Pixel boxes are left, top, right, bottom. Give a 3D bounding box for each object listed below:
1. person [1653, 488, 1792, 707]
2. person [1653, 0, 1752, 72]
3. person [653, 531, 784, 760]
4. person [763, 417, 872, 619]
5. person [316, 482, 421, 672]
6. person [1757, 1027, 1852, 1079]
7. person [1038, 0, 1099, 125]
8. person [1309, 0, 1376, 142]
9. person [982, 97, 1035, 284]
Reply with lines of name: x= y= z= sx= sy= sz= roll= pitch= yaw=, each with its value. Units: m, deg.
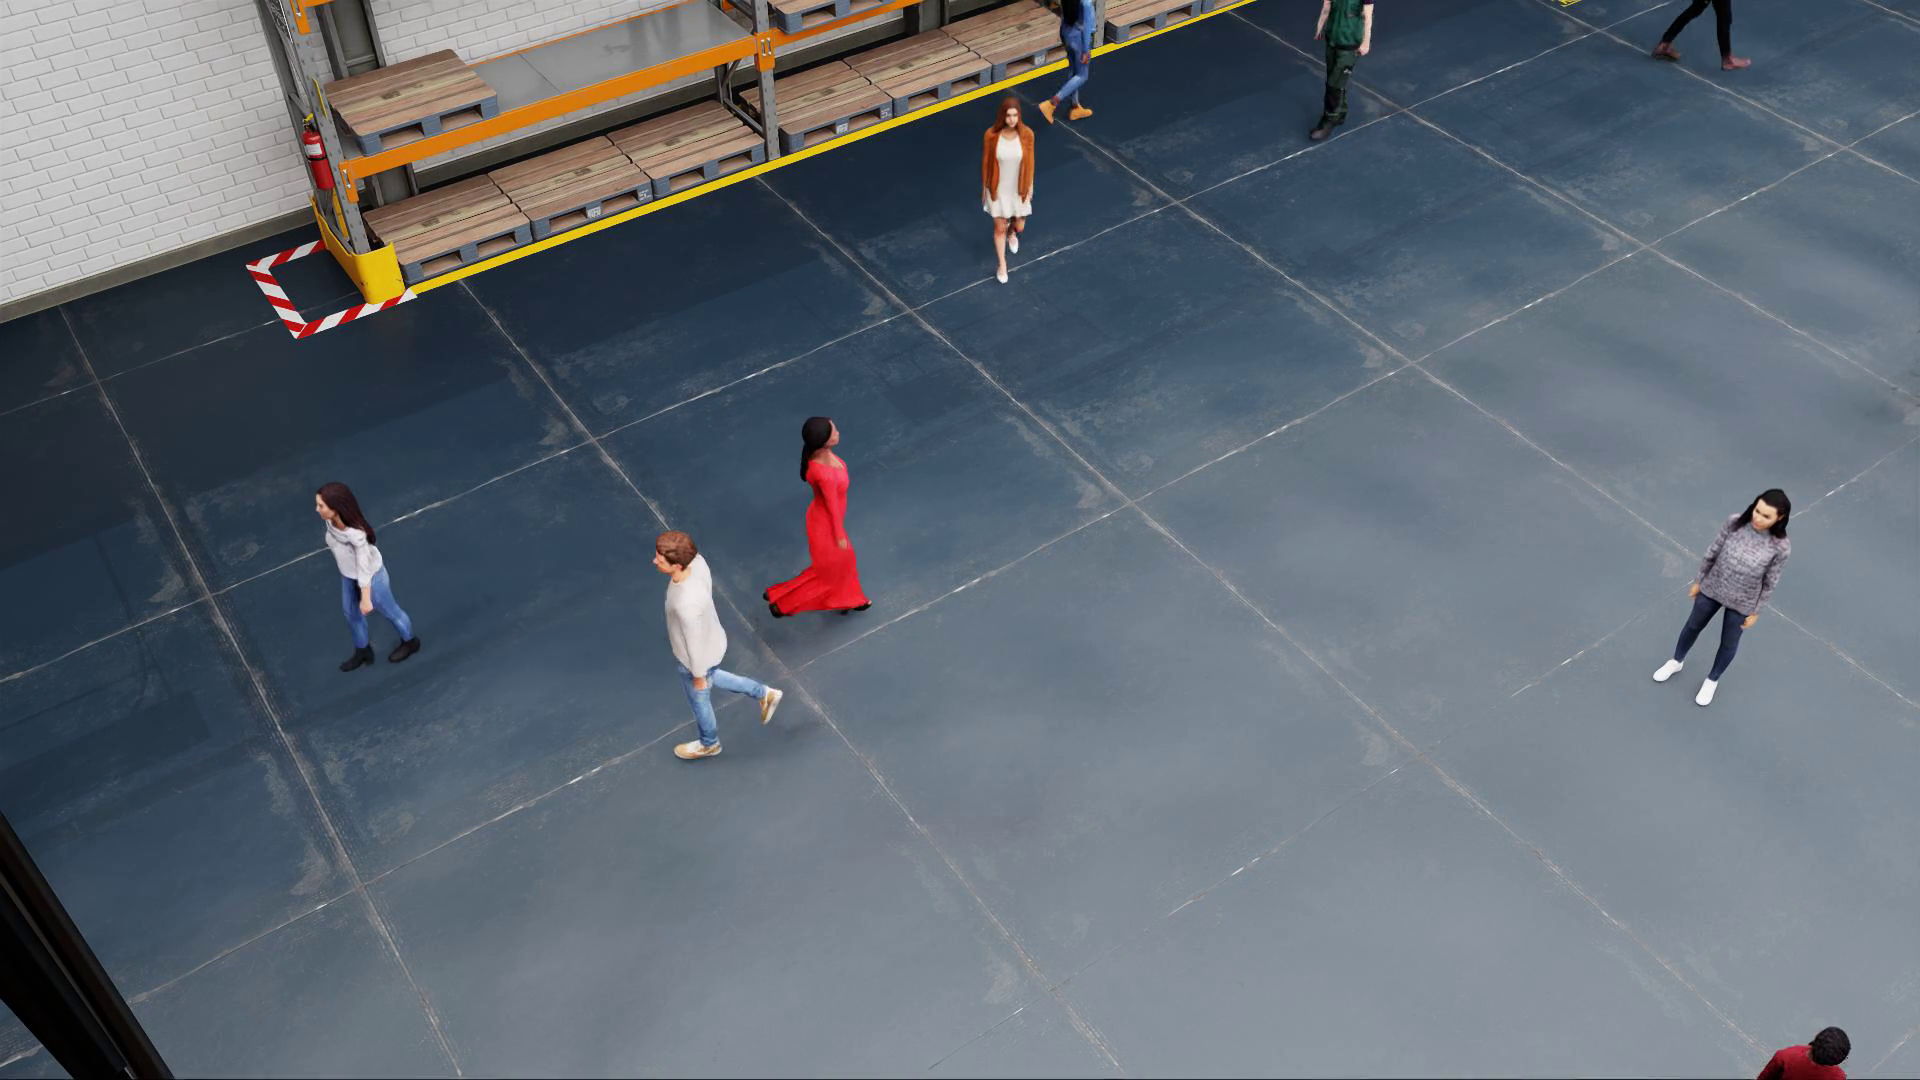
person: x=4.934 y=0.335 z=10.633 sx=0.645 sy=1.733 sz=0.580 roll=34 pitch=53 yaw=30
person: x=7.594 y=-5.657 z=16.886 sx=1.202 sy=1.784 sz=1.233 roll=14 pitch=45 yaw=14
person: x=-1.518 y=0.649 z=10.190 sx=1.083 sy=1.890 sz=0.937 roll=-5 pitch=44 yaw=-6
person: x=-0.959 y=-0.072 z=11.039 sx=1.070 sy=1.763 sz=0.883 roll=-7 pitch=44 yaw=-7
person: x=-3.801 y=0.202 z=10.858 sx=0.780 sy=1.616 sz=0.663 roll=-31 pitch=52 yaw=-28
person: x=4.146 y=2.856 z=8.339 sx=0.632 sy=1.247 sz=0.691 roll=17 pitch=46 yaw=17
person: x=1.036 y=-4.766 z=16.016 sx=0.921 sy=1.694 sz=0.624 roll=-24 pitch=48 yaw=-23
person: x=3.738 y=-4.794 z=15.910 sx=0.805 sy=1.881 sz=0.695 roll=-26 pitch=49 yaw=-24
person: x=0.390 y=-3.052 z=14.205 sx=0.853 sy=1.711 sz=0.874 roll=-3 pitch=44 yaw=-3
